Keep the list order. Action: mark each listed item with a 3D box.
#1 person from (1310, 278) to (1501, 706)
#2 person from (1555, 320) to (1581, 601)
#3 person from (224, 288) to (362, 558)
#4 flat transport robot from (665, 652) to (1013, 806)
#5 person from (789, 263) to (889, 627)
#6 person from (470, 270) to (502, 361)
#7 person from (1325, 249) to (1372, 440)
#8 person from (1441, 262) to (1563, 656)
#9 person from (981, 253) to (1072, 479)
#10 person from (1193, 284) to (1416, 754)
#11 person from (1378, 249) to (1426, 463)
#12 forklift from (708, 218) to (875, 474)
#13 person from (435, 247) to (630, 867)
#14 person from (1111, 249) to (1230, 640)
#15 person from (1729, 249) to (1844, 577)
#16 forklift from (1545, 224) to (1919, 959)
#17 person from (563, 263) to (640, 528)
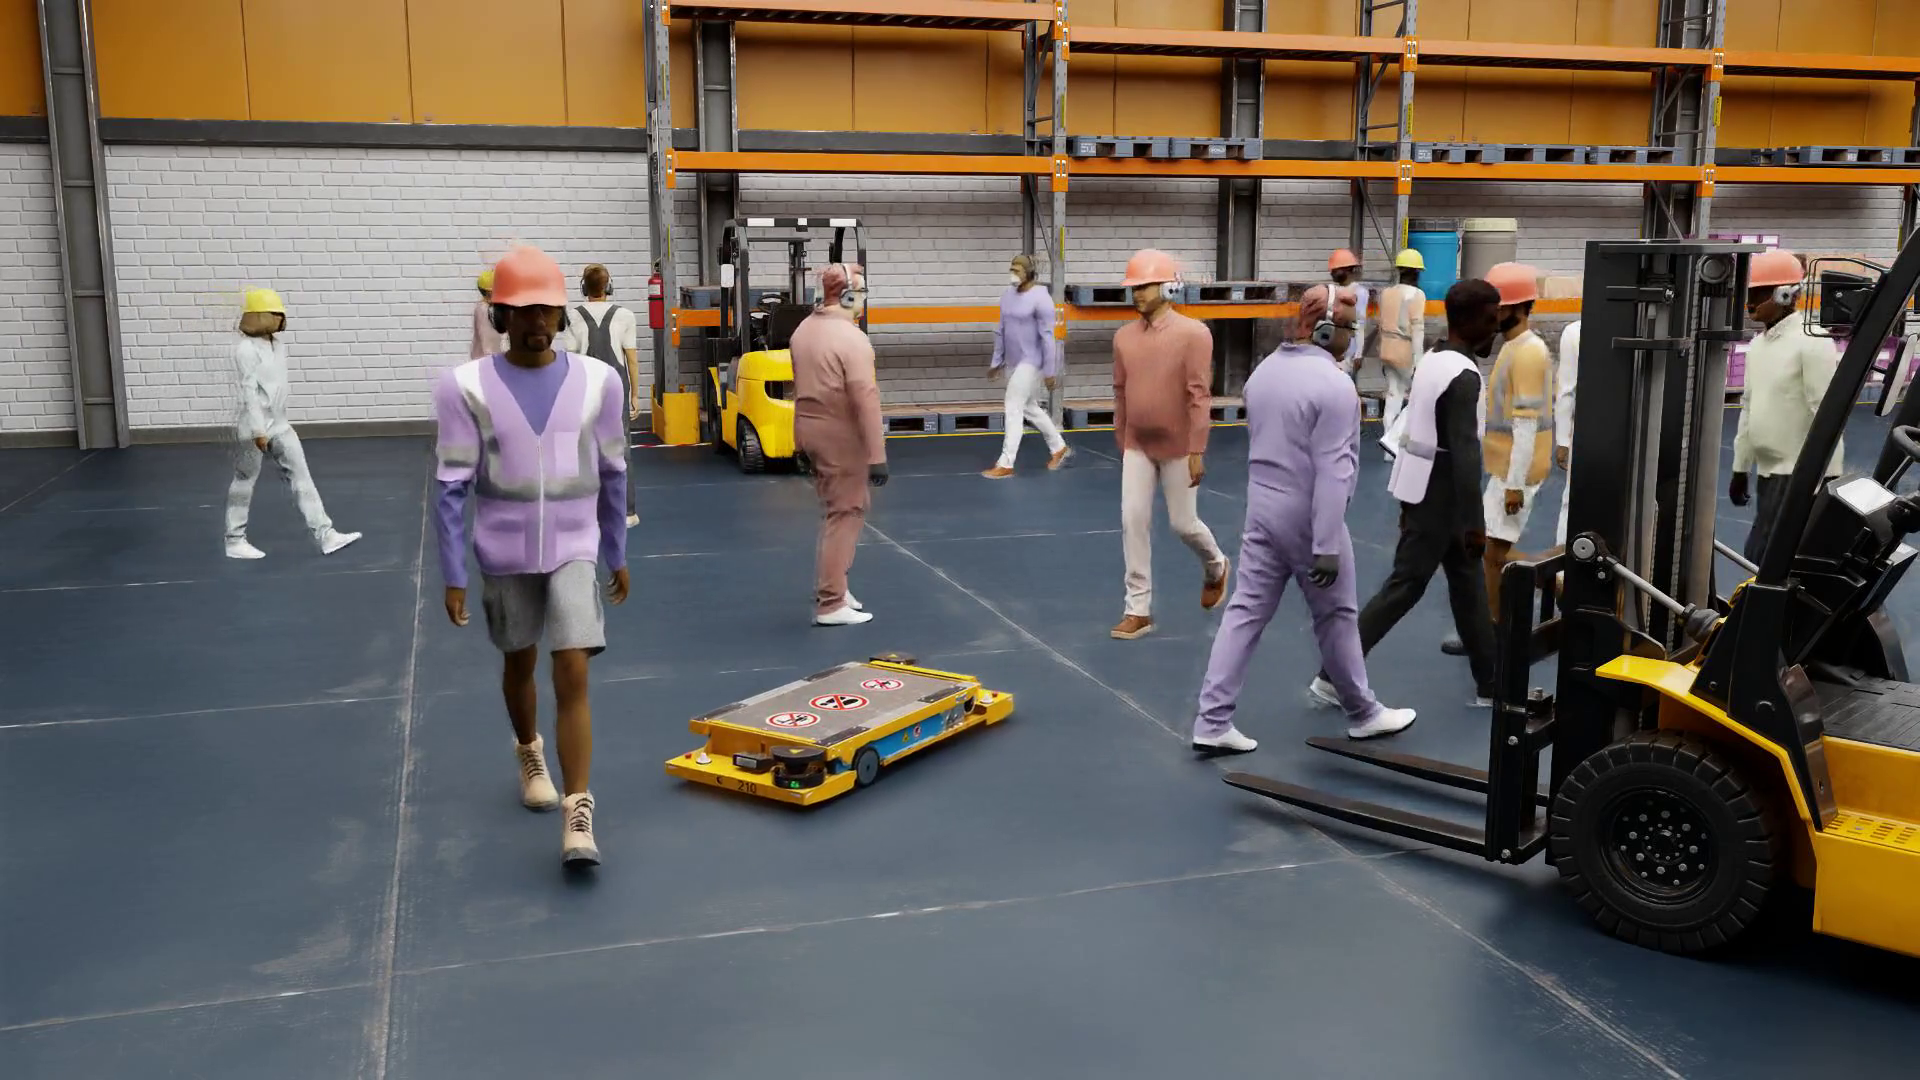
[{"bbox_3d":[1.994,-0.165,7.004,1.017,1.866,0.611,1,10,5],"label":"person"},{"bbox_3d":[3.527,-0.556,9.074,0.578,1.879,0.349,0,10,1],"label":"person"},{"bbox_3d":[-4.256,-0.710,10.371,0.901,1.693,0.505,2,11,11],"label":"person"},{"bbox_3d":[-0.433,0.708,6.543,0.652,0.197,1.431,7,12,32],"label":"flat transport robot"},{"bbox_3d":[-0.574,-0.489,8.672,0.517,1.886,0.669,-6,12,-31],"label":"person"},{"bbox_3d":[-4.366,-1.645,15.452,0.421,1.720,0.589,-1,10,-5],"label":"person"},{"bbox_3d":[3.720,-1.863,16.149,0.804,1.912,0.559,-4,11,-19],"label":"person"},{"bbox_3d":[2.678,-0.344,7.833,0.633,1.911,0.581,2,11,13],"label":"person"},{"bbox_3d":[0.597,-1.487,14.130,0.981,1.901,0.632,-6,12,-31],"label":"person"},{"bbox_3d":[1.344,-0.069,6.491,1.026,1.842,0.664,-5,11,-25],"label":"person"},{"bbox_3d":[3.952,-1.622,14.808,0.417,1.909,0.625,-4,11,-23],"label":"person"},{"bbox_3d":[-1.522,-1.778,14.899,1.214,2.155,2.313,-3,11,-17],"label":"forklift"},{"bbox_3d":[-1.399,0.037,5.518,0.628,1.987,1.077,-4,11,-19],"label":"person"},{"bbox_3d":[1.076,-0.504,8.538,0.617,1.967,0.821,8,13,37],"label":"person"},{"bbox_3d":[3.695,-0.319,7.537,0.492,1.967,0.665,1,10,3],"label":"person"},{"bbox_3d":[2.909,0.117,4.508,2.313,2.155,1.214,9,14,40],"label":"forklift"},{"bbox_3d":[-2.480,-0.987,11.539,0.505,1.840,0.346,-2,11,-11],"label":"person"}]
